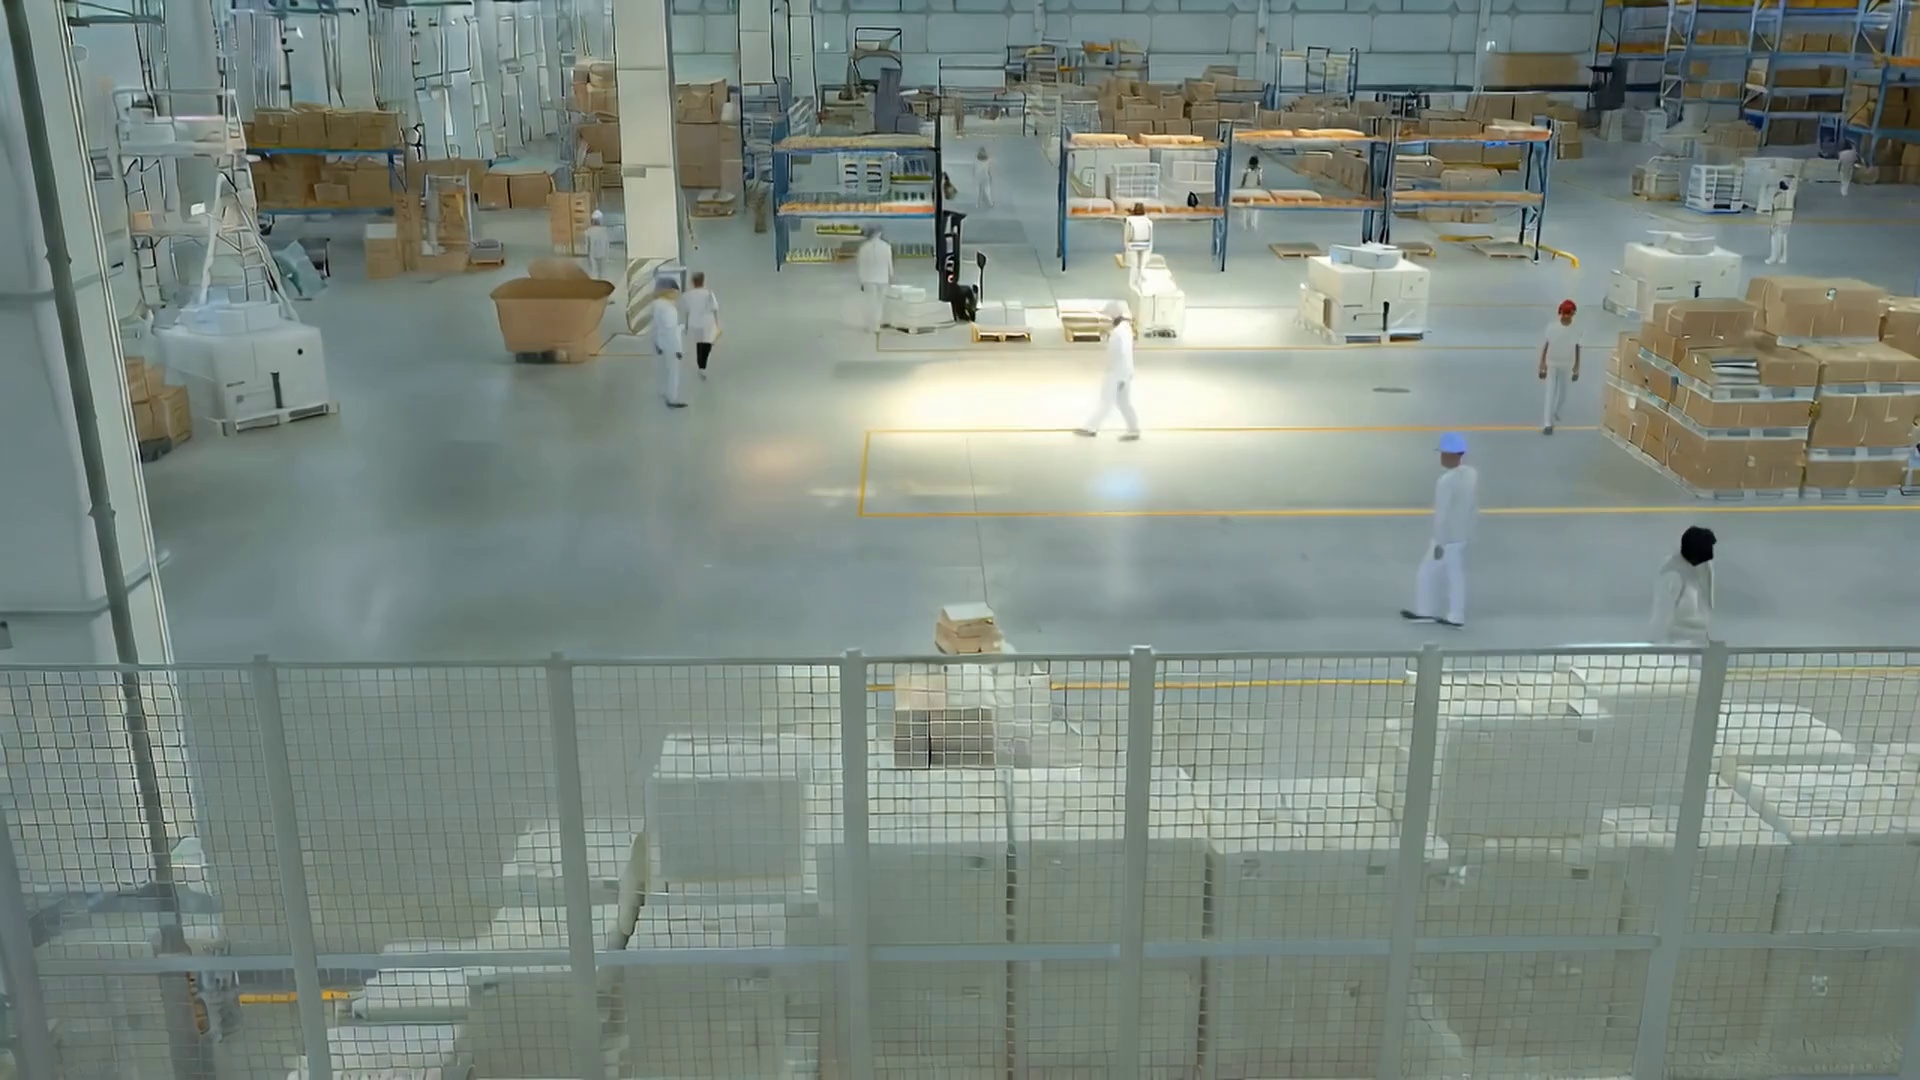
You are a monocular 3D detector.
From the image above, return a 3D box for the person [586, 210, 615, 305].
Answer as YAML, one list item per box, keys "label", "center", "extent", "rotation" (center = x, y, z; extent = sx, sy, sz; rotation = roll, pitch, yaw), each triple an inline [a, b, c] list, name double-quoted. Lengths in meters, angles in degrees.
- label: "person"
  center: [-6.797, -5.330, 31.404]
  extent: [0.533, 1.765, 0.329]
  rotation: [10, 21, 27]

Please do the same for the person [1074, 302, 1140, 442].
- label: "person"
  center: [1.950, -2.219, 21.996]
  extent: [0.852, 1.883, 0.667]
  rotation: [-1, 19, -2]

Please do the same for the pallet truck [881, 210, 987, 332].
- label: "pallet truck"
  center: [-0.493, -4.759, 29.349]
  extent: [1.885, 1.965, 0.823]
  rotation: [-13, 23, -34]

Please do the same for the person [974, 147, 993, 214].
- label: "person"
  center: [0.618, -9.485, 43.785]
  extent: [0.488, 1.724, 0.687]
  rotation: [9, 21, 25]

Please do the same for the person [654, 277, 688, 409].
- label: "person"
  center: [-4.109, -2.795, 23.652]
  extent: [0.419, 1.911, 0.614]
  rotation: [-11, 21, -29]

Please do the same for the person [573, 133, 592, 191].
- label: "person"
  center: [-10.504, -10.327, 46.094]
  extent: [0.563, 1.853, 0.856]
  rotation: [1, 19, 3]

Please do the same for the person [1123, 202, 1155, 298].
- label: "person"
  center: [3.433, -5.591, 32.061]
  extent: [0.627, 1.842, 0.429]
  rotation: [-5, 19, -14]

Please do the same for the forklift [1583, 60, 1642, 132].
- label: "forklift"
  center: [26.095, -17.629, 66.170]
  extent: [1.873, 2.768, 1.129]
  rotation: [-1, 19, -2]

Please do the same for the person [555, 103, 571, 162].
- label: "person"
  center: [-13.423, -13.744, 56.096]
  extent: [0.362, 1.938, 0.545]
  rotation: [-11, 21, -29]

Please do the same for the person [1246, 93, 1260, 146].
- label: "person"
  center: [10.815, -15.465, 61.254]
  extent: [0.394, 1.911, 0.584]
  rotation: [-2, 19, -7]

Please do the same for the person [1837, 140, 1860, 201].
- label: "person"
  center: [24.696, -10.245, 46.120]
  extent: [0.553, 1.661, 0.795]
  rotation: [-2, 19, -6]

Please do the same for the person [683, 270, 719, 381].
- label: "person"
  center: [-3.981, -3.292, 25.509]
  extent: [0.537, 1.673, 0.785]
  rotation: [2, 19, 5]

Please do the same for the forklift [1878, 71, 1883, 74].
- label: "forklift"
  center: [32.119, -15.186, 58.920]
  extent: [1.129, 2.768, 1.873]
  rotation: [-1, 19, -1]

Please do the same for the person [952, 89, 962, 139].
- label: "person"
  center: [-0.080, -16.490, 64.327]
  extent: [0.376, 1.897, 0.765]
  rotation: [8, 20, 22]

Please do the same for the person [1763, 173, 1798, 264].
- label: "person"
  center: [17.739, -6.941, 35.940]
  extent: [0.542, 1.928, 0.399]
  rotation: [-5, 19, -14]

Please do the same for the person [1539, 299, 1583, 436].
- label: "person"
  center: [8.121, -2.376, 22.524]
  extent: [0.527, 1.842, 0.708]
  rotation: [5, 19, 14]

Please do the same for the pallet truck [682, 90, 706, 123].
- label: "pallet truck"
  center: [-9.671, -15.907, 62.421]
  extent: [0.823, 1.965, 1.885]
  rotation: [5, 19, 15]

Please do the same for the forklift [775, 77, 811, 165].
- label: "forklift"
  center: [-5.920, -13.893, 55.085]
  extent: [1.873, 2.768, 1.129]
  rotation: [-1, 19, -1]

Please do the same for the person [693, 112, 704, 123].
- label: "person"
  center: [-8.201, -12.574, 52.667]
  extent: [0.721, 1.922, 0.632]
  rotation: [8, 20, 22]

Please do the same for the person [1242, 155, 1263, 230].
- label: "person"
  center: [7.136, -8.504, 40.734]
  extent: [0.523, 1.828, 0.755]
  rotation: [5, 19, 13]

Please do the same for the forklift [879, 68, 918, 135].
- label: "forklift"
  center: [-2.566, -15.673, 60.368]
  extent: [1.873, 2.768, 1.129]
  rotation: [-10, 21, -26]

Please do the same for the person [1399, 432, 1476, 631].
- label: "person"
  center: [4.516, -0.102, 15.669]
  extent: [0.623, 1.900, 0.750]
  rotation: [-17, 25, -41]

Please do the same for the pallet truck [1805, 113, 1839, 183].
- label: "pallet truck"
  center: [26.403, -11.957, 50.702]
  extent: [0.823, 1.965, 1.885]
  rotation: [6, 19, 16]

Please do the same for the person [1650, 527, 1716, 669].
- label: "person"
  center: [5.836, 0.787, 13.175]
  extent: [0.833, 1.811, 0.660]
  rotation: [16, 24, 39]

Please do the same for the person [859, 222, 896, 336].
- label: "person"
  center: [-1.417, -4.469, 28.529]
  extent: [0.621, 1.977, 0.464]
  rotation: [-14, 23, -36]
